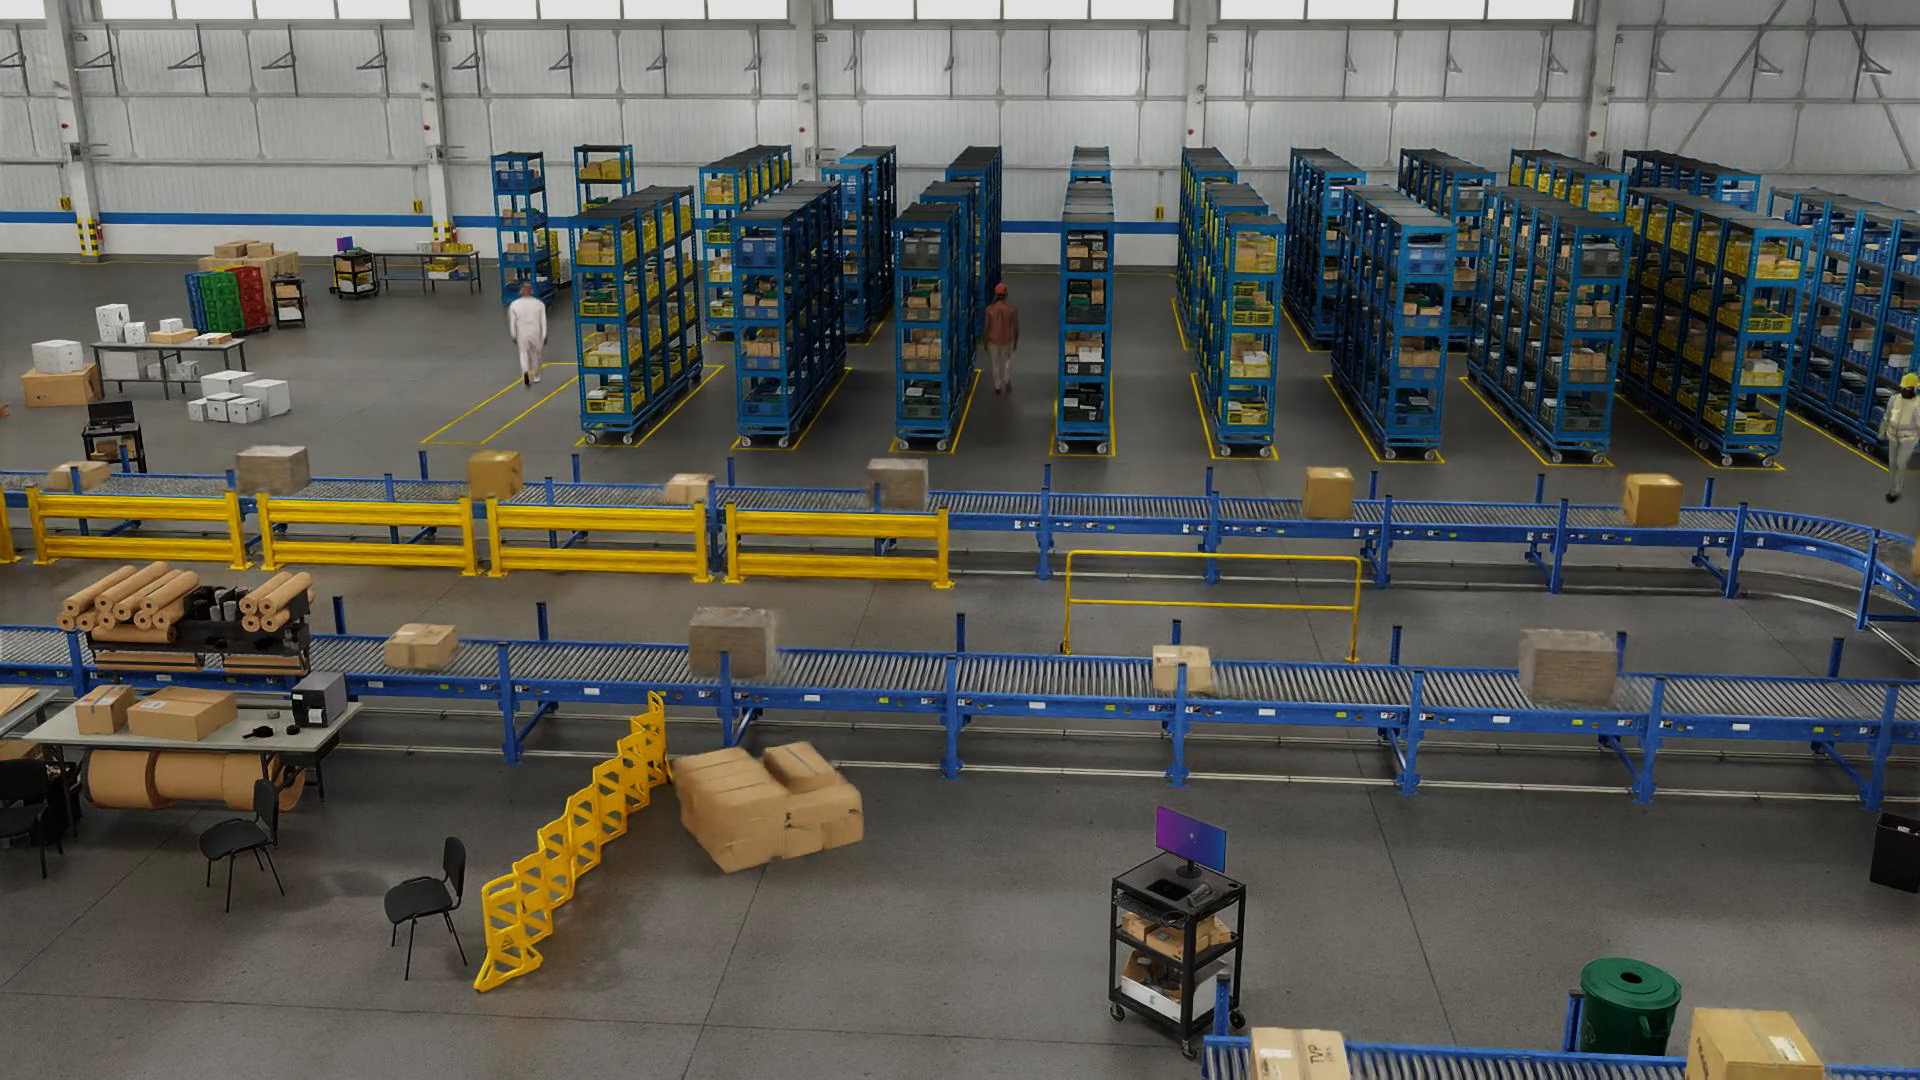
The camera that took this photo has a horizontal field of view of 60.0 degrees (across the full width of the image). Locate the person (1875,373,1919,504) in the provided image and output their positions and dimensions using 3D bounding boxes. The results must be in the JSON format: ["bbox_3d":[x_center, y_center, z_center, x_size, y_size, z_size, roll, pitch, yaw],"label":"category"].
[{"bbox_3d":[13.018,-1.411,23.076,0.704,1.805,0.619,-11,20,-31],"label":"person"}]

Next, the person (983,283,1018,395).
[{"bbox_3d":[0.718,-3.605,29.762,0.617,1.969,0.679,-1,18,-2],"label":"person"}]

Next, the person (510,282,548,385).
[{"bbox_3d":[-7.875,-3.766,30.418,0.655,1.887,0.696,-4,18,-13],"label":"person"}]

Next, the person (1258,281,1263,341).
[{"bbox_3d":[5.560,-4.224,31.995,0.874,1.813,0.579,3,18,10],"label":"person"}]
